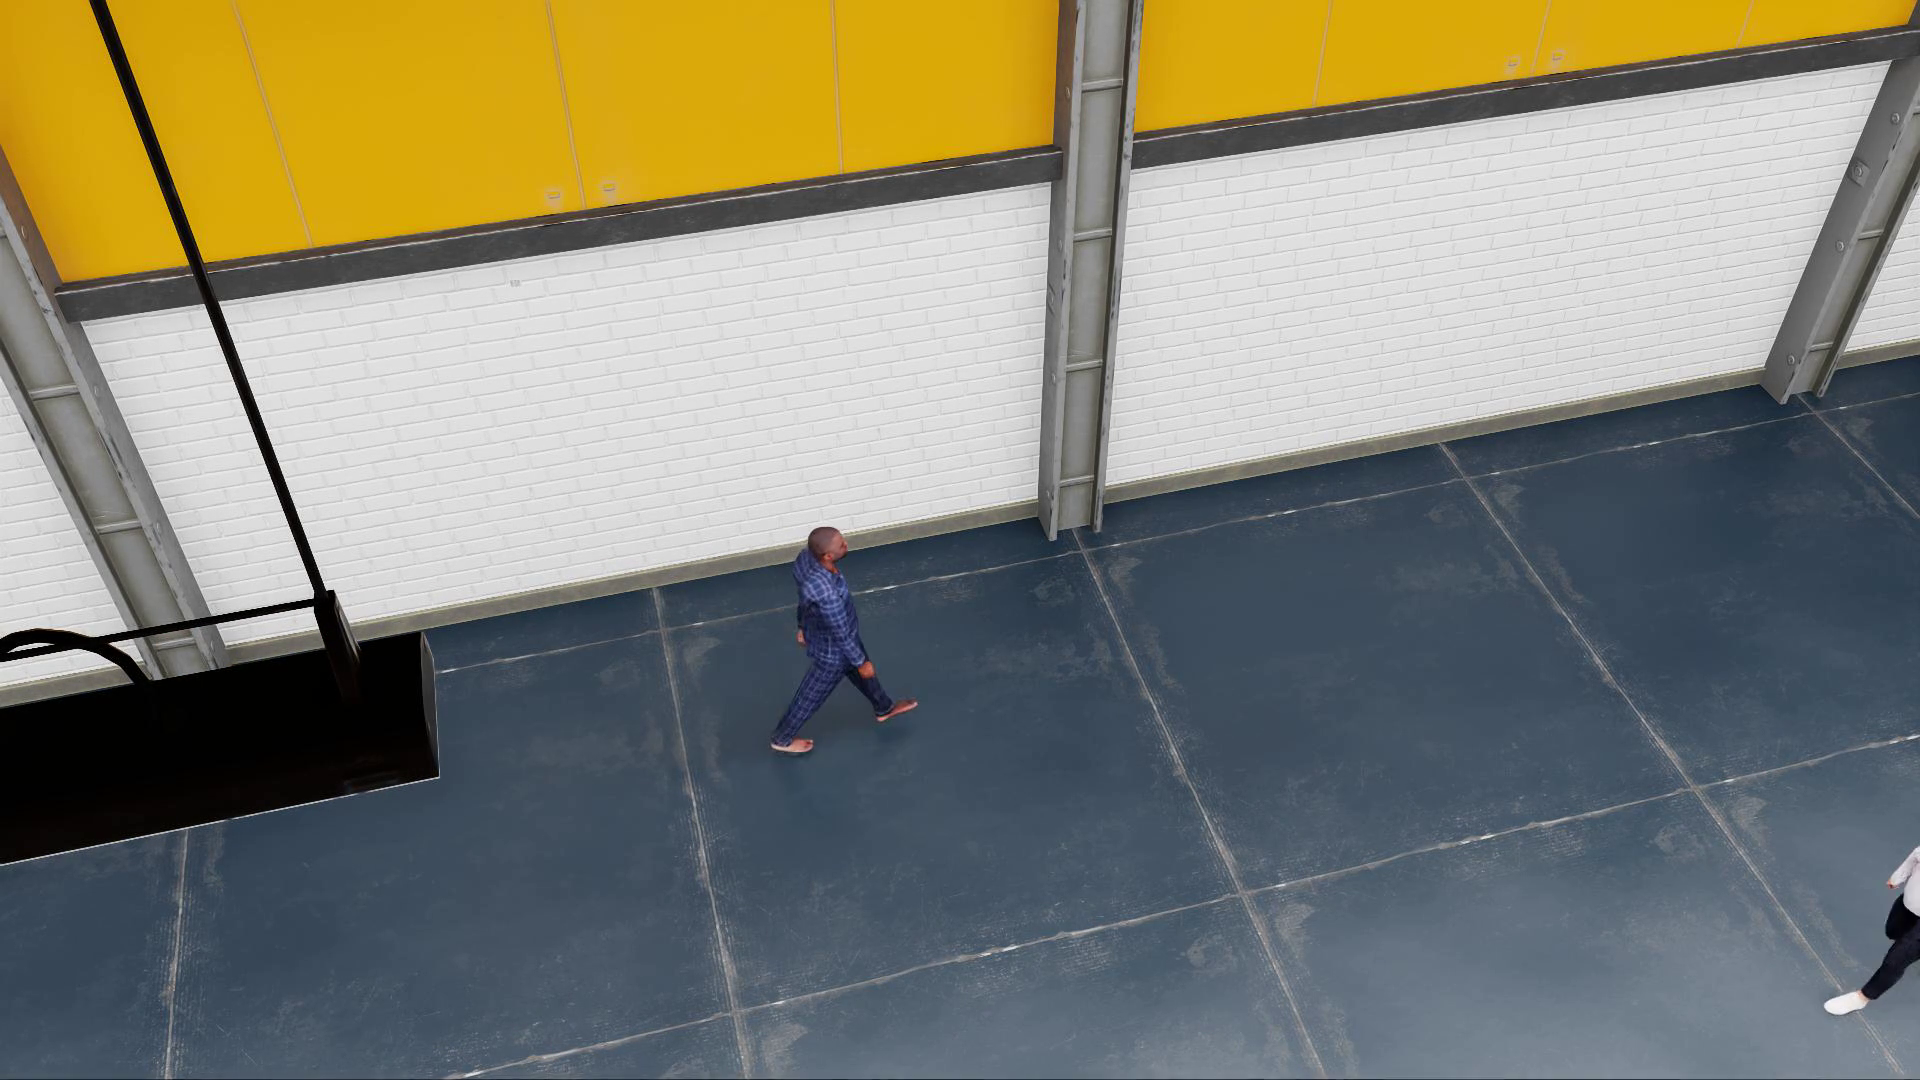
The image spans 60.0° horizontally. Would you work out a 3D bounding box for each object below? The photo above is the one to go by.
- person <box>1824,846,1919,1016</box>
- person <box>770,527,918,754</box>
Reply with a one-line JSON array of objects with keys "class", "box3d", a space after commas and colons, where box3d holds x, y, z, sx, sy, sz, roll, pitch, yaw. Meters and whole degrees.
[{"class": "person", "box3d": [5.144, 1.914, 8.690, 0.996, 1.683, 0.656, -9, 44, -9]}, {"class": "person", "box3d": [-0.858, 0.657, 9.942, 1.181, 1.775, 0.687, -9, 44, -10]}]
